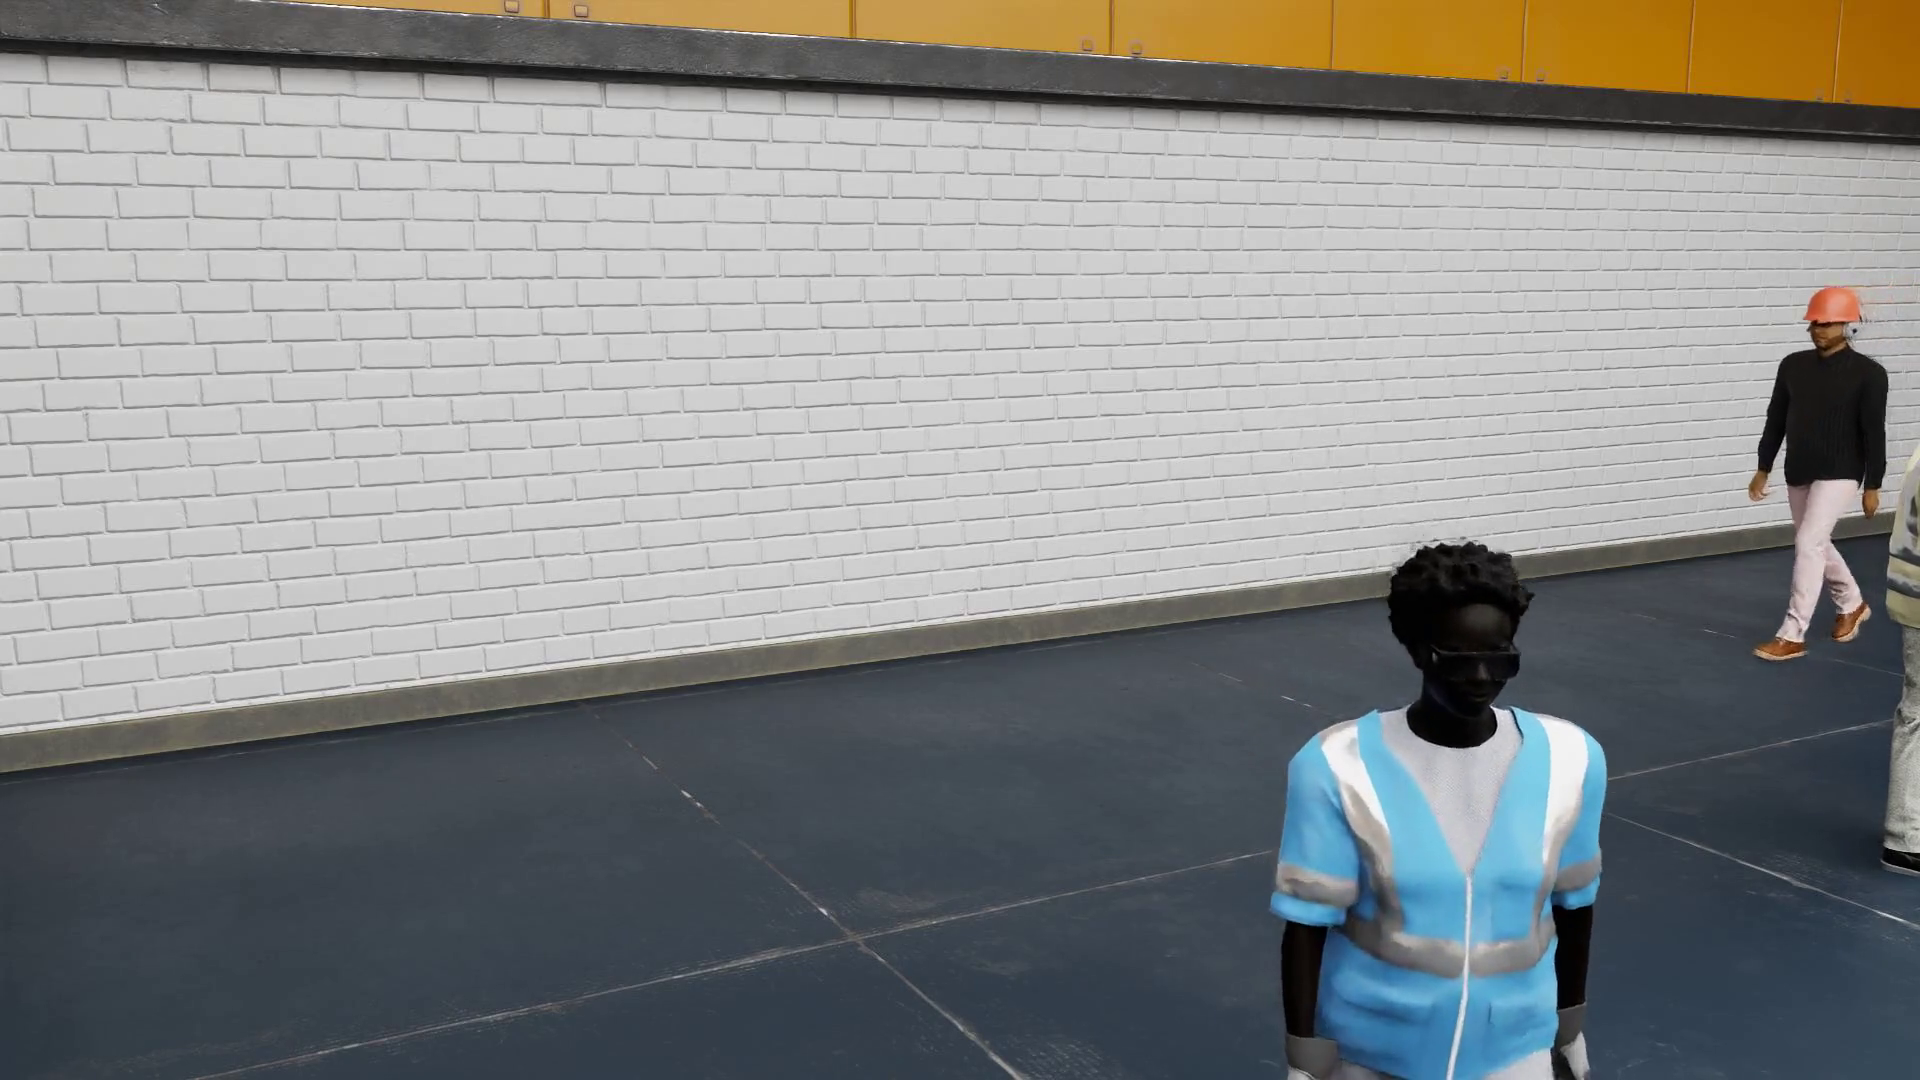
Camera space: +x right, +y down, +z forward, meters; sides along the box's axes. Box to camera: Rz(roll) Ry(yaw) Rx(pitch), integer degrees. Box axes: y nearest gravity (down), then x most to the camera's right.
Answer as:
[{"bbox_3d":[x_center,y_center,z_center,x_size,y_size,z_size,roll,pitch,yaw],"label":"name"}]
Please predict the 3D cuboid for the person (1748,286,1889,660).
[{"bbox_3d":[4.614,-0.367,8.817,0.966,1.959,0.616,-4,11,-22],"label":"person"}]

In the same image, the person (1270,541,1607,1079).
[{"bbox_3d":[0.772,0.842,2.627,0.556,1.670,0.706,0,10,1],"label":"person"}]

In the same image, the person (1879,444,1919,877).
[{"bbox_3d":[3.371,0.247,5.657,0.403,1.825,0.592,6,11,29],"label":"person"}]
